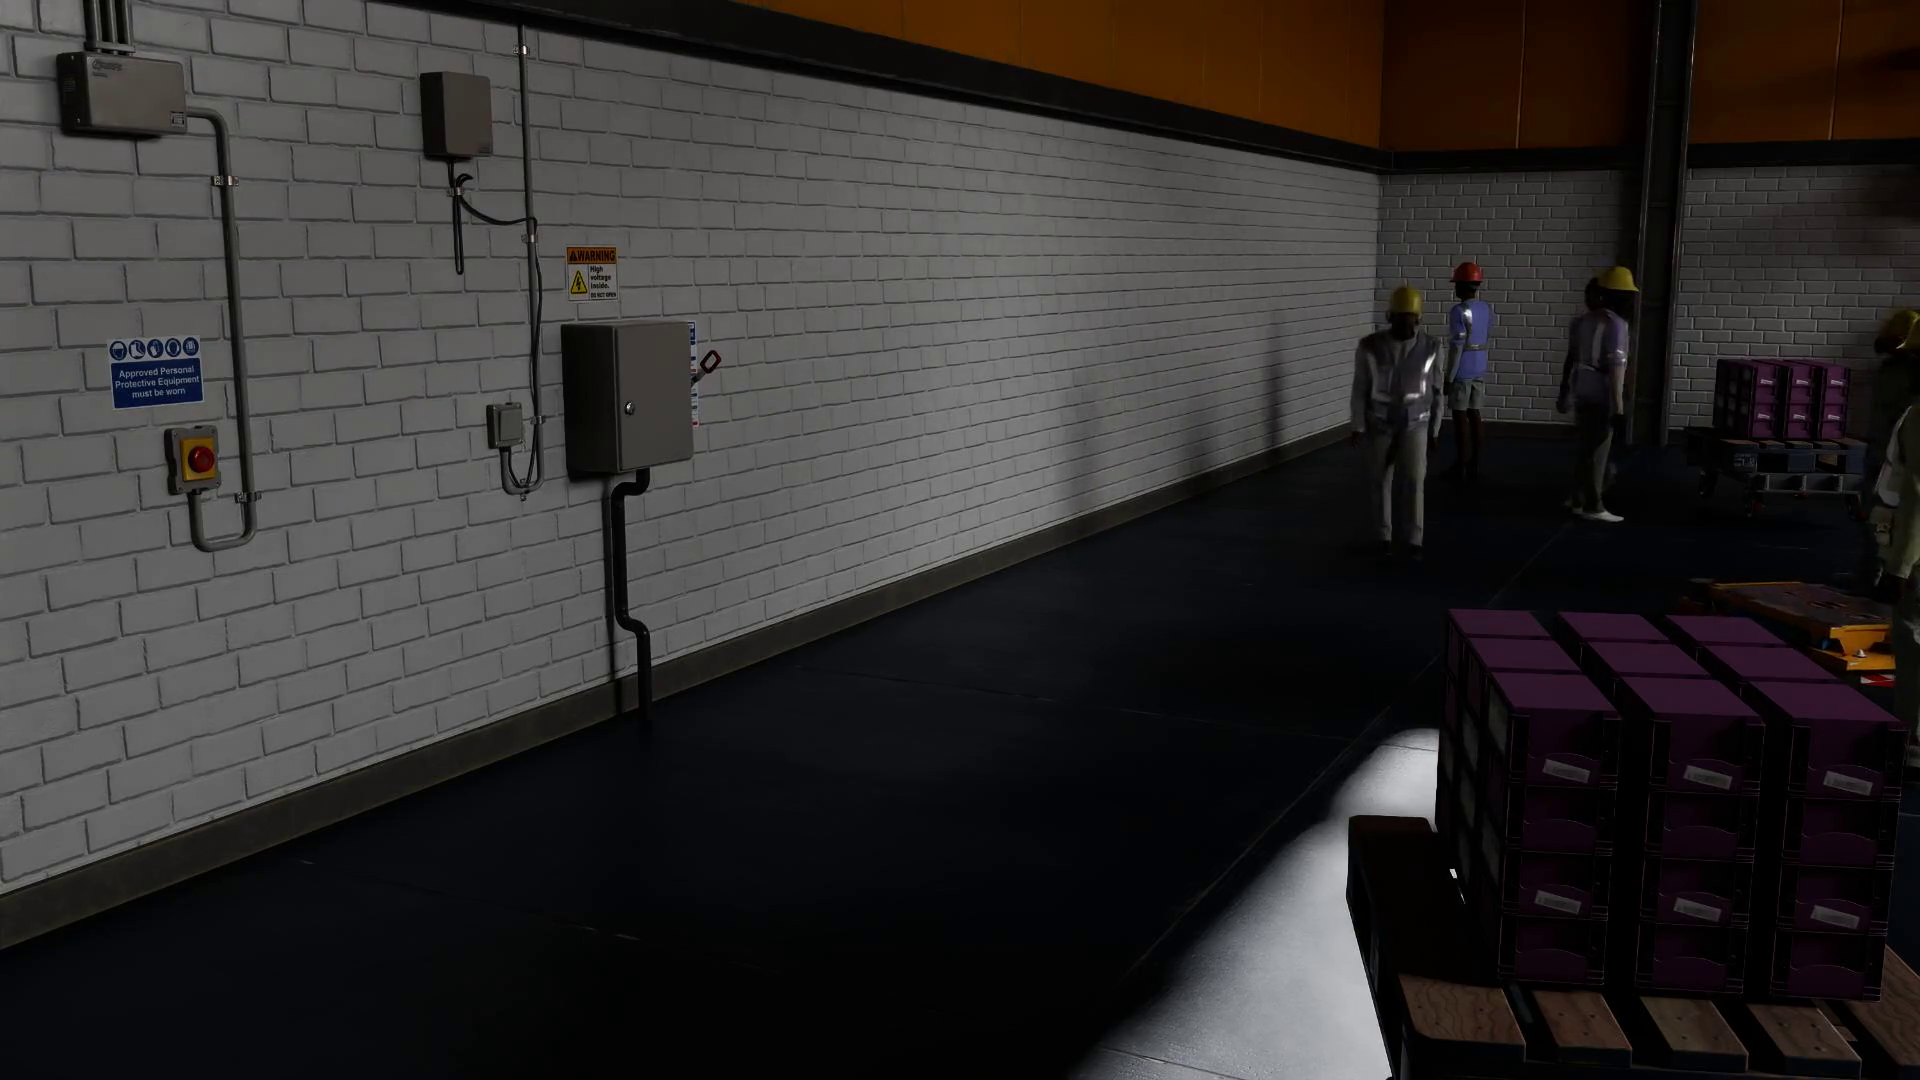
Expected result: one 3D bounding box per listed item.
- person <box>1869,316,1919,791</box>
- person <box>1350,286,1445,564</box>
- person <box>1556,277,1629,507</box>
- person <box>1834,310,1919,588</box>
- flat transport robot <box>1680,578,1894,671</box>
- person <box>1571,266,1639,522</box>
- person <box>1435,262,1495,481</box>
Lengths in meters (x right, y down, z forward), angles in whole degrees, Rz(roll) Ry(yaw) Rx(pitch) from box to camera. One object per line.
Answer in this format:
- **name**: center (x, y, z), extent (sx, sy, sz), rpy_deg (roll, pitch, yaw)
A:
- **person**: center (3.674, 0.029, 6.311), extent (0.603, 1.829, 0.403), rpy_deg (-7, 12, -37)
- **person**: center (2.849, -0.737, 10.857), extent (0.596, 1.801, 0.836), rpy_deg (2, 10, 14)
- **person**: center (5.148, -1.203, 13.450), extent (0.827, 1.846, 0.505), rpy_deg (-8, 12, -37)
- **person**: center (5.425, -0.500, 9.760), extent (0.329, 1.694, 0.700), rpy_deg (1, 10, 6)
- **flat transport robot**: center (4.428, 0.412, 8.606), extent (0.652, 0.197, 1.431), rpy_deg (-1, 10, -7)
- **person**: center (4.855, -1.096, 12.557), extent (0.378, 1.927, 0.612), rpy_deg (0, 10, 0)
- **person**: center (4.480, -1.490, 14.797), extent (0.543, 1.939, 0.361), rpy_deg (-8, 13, -39)
